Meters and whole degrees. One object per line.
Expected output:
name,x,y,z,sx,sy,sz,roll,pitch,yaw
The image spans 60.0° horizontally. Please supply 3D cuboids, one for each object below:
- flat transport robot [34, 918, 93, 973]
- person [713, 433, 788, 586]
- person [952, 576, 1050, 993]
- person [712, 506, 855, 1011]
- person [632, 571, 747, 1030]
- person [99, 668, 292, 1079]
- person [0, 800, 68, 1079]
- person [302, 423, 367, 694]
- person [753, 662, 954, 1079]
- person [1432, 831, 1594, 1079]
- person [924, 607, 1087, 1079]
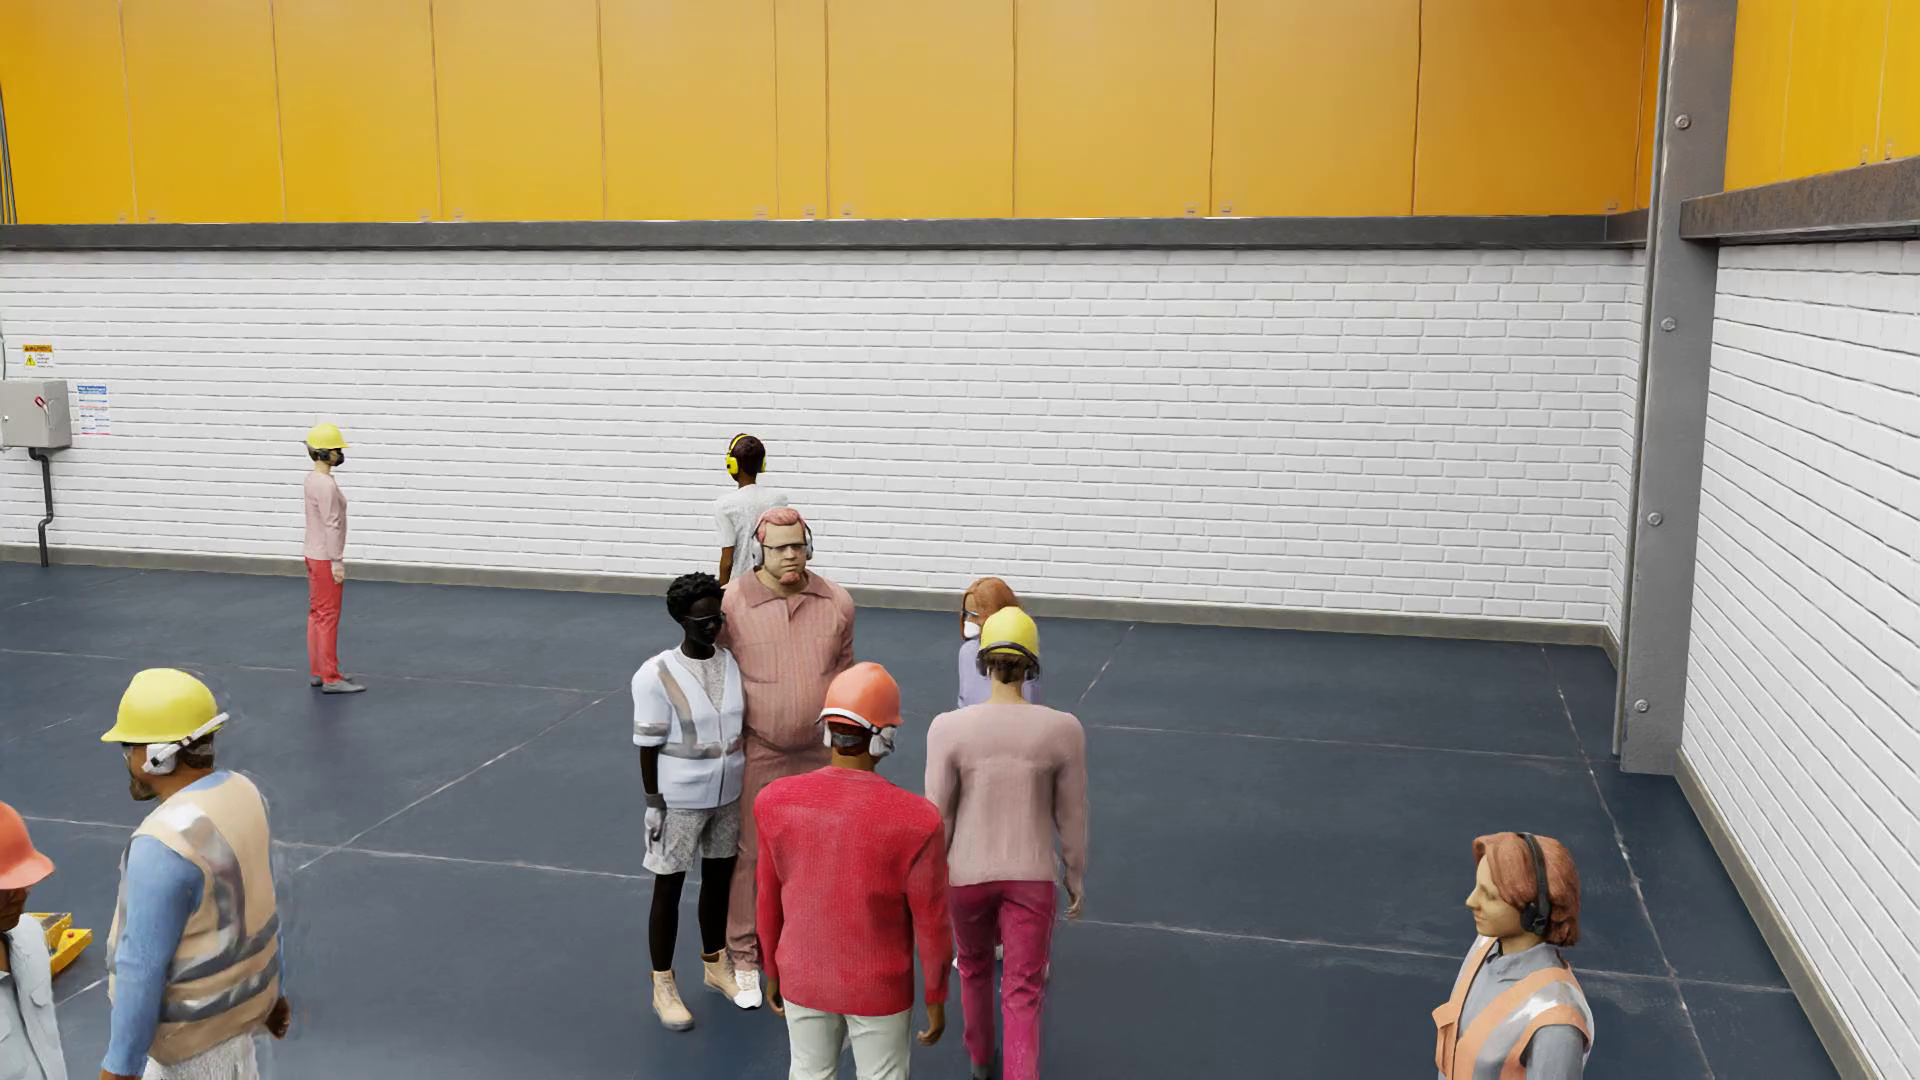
flat transport robot,-3.873,1.678,6.093,0.652,0.197,1.431,0,10,0
person,-1.169,0.337,9.290,0.315,1.869,0.526,9,13,44
person,0.147,0.940,6.472,0.305,1.624,0.500,-6,12,-34
person,-0.667,0.817,6.361,0.639,1.908,0.409,-5,11,-27
person,-0.971,0.948,6.203,0.537,1.695,0.321,-9,13,-44
person,-1.911,1.217,4.377,0.883,1.800,0.587,-1,10,-8
person,-2.024,1.377,3.508,0.341,1.750,0.566,0,10,-1
person,-4.123,0.118,10.885,0.331,1.768,0.526,-6,11,-33
person,-0.286,1.197,4.621,0.576,1.737,0.355,3,10,17
person,1.184,1.417,3.606,0.307,1.642,0.514,0,10,-2
person,0.129,1.086,5.375,0.566,1.711,0.880,0,10,1
